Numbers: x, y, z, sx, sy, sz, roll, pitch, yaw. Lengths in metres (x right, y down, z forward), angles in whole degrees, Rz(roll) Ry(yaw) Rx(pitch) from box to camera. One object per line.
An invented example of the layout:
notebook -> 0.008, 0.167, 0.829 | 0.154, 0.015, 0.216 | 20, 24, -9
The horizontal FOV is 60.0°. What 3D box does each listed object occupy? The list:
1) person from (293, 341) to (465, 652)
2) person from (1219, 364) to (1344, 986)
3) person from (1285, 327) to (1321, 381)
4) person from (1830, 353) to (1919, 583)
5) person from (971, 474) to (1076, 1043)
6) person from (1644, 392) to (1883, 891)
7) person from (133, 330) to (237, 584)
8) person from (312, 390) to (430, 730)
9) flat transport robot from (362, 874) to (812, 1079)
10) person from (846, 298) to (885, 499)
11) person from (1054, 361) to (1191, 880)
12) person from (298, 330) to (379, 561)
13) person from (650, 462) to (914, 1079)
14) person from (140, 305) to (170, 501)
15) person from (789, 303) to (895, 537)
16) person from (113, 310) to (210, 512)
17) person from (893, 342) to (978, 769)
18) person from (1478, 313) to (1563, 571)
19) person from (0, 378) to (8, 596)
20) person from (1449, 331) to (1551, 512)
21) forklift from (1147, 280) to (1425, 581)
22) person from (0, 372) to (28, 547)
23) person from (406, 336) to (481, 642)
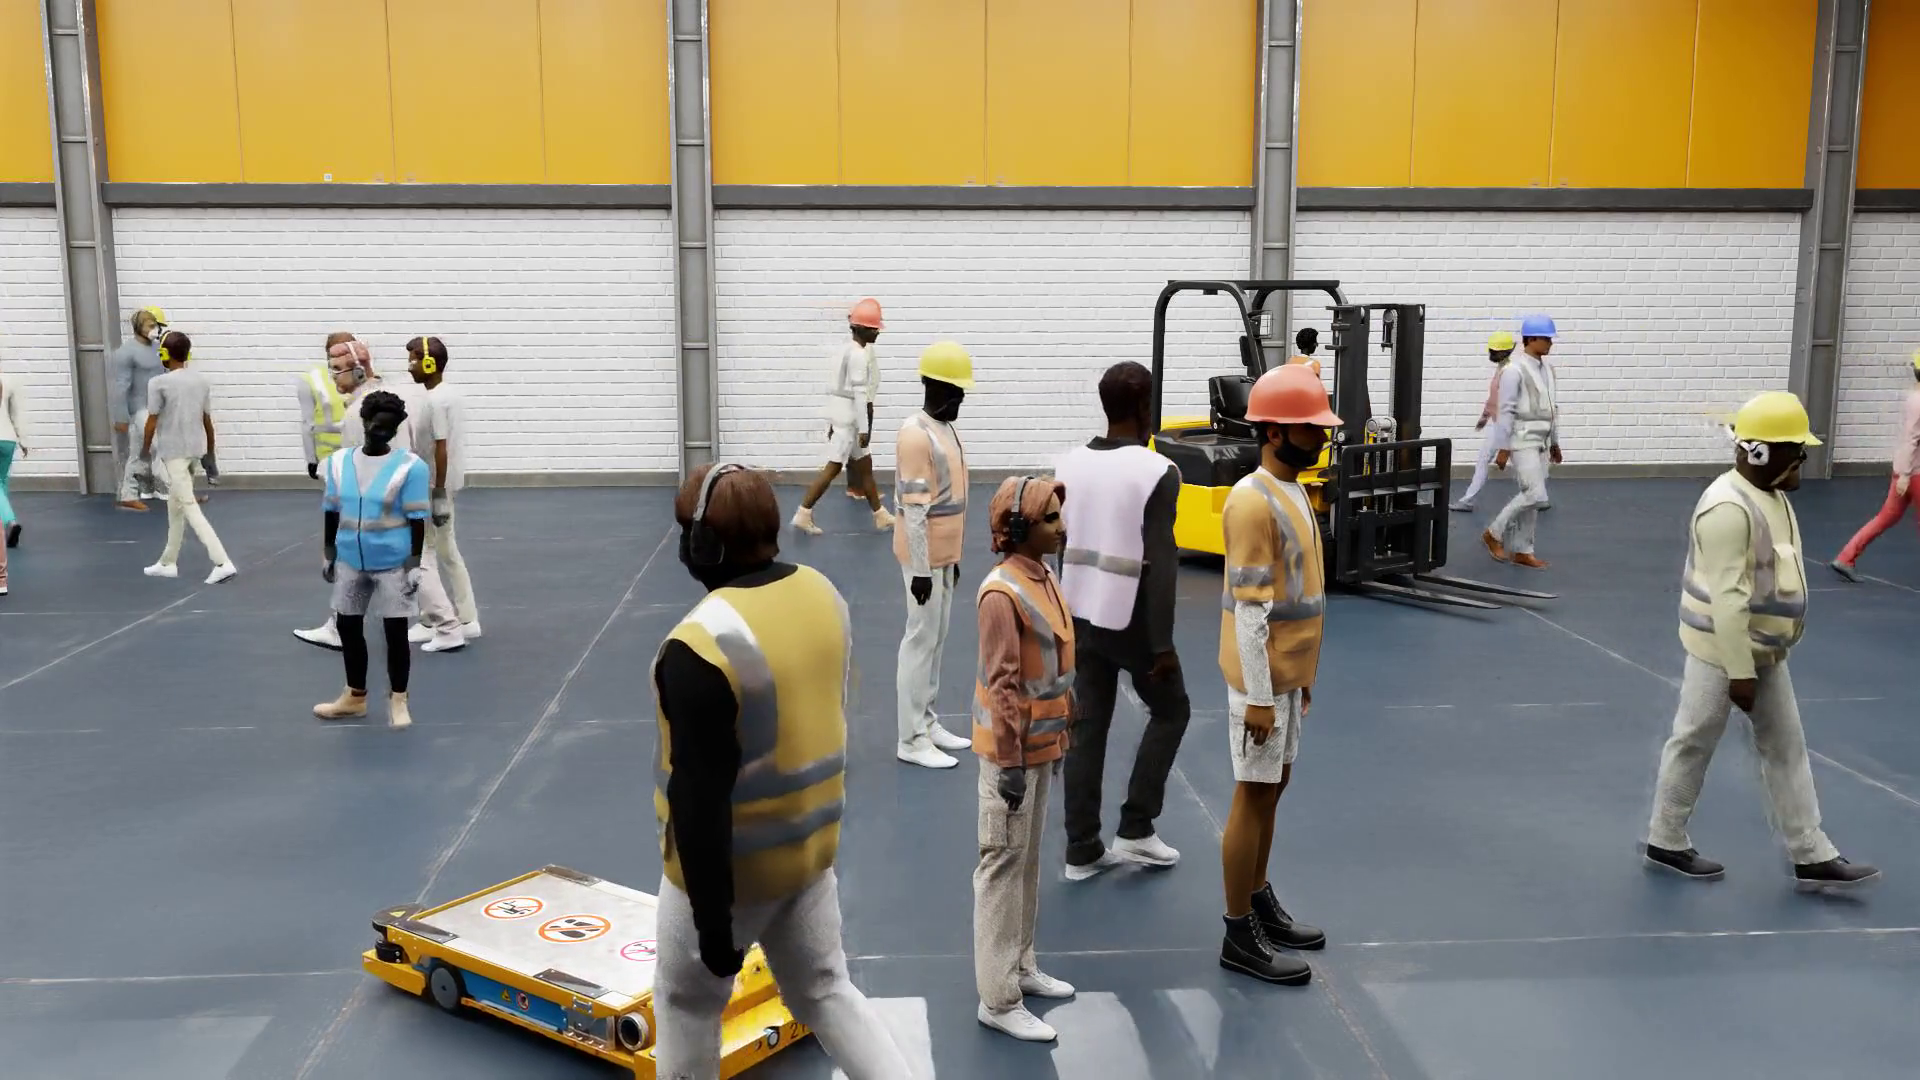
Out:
person -> -3.373, -0.226, 9.634 | 0.985, 1.836, 0.709 | -1, 9, -8
person -> 1.012, 0.414, 5.282 | 0.357, 1.938, 0.543 | 4, 10, 23
person -> 3.463, -1.303, 16.850 | 0.322, 1.691, 0.533 | -4, 10, -24
person -> 6.666, -0.497, 11.686 | 0.922, 1.723, 0.532 | 5, 10, 30
person -> 0.186, 0.622, 4.902 | 0.309, 1.641, 0.514 | 2, 9, 15
person -> 2.874, 0.386, 5.874 | 0.853, 1.797, 0.623 | 9, 13, 44
person -> -5.598, -0.598, 11.988 | 0.954, 1.833, 0.514 | 3, 10, 19
person -> -2.879, 0.105, 8.085 | 0.662, 1.674, 0.323 | 2, 9, 11
flat transport robot -> -1.101, 1.283, 5.041 | 1.431, 0.197, 0.652 | 6, 11, 35
person -> -0.947, -1.401, 16.532 | 0.409, 1.982, 0.614 | -2, 9, -14
person -> 0.605, 0.297, 6.122 | 0.605, 1.898, 0.616 | -8, 12, -41
person -> -4.584, -0.656, 12.401 | 0.633, 1.817, 0.811 | -8, 12, -40
person -> -0.419, 0.720, 3.784 | 0.885, 1.814, 0.634 | 5, 10, 30
person -> -7.904, -1.334, 16.320 | 0.585, 1.917, 0.381 | 4, 10, 21
person -> -0.977, -1.011, 14.125 | 1.072, 1.984, 0.661 | -2, 9, -11
person -> -7.425, -1.176, 15.390 | 1.009, 1.884, 0.648 | 1, 9, 8
person -> -0.101, 0.062, 7.556 | 0.389, 1.916, 0.591 | 2, 9, 13
person -> 4.267, -0.727, 12.458 | 0.448, 1.931, 0.608 | 9, 13, 44
person -> -6.746, -0.519, 11.240 | 0.407, 1.908, 0.641 | 0, 9, 3
person -> 5.039, -1.077, 15.378 | 0.954, 1.708, 0.542 | 3, 10, 21
forklift -> 2.301, -0.860, 12.475 | 1.214, 2.155, 2.313 | -6, 11, -35
person -> -7.926, -0.814, 13.653 | 0.823, 1.740, 0.534 | 6, 11, 35
person -> -3.184, -0.297, 10.020 | 0.528, 1.852, 0.570 | -1, 9, -9
